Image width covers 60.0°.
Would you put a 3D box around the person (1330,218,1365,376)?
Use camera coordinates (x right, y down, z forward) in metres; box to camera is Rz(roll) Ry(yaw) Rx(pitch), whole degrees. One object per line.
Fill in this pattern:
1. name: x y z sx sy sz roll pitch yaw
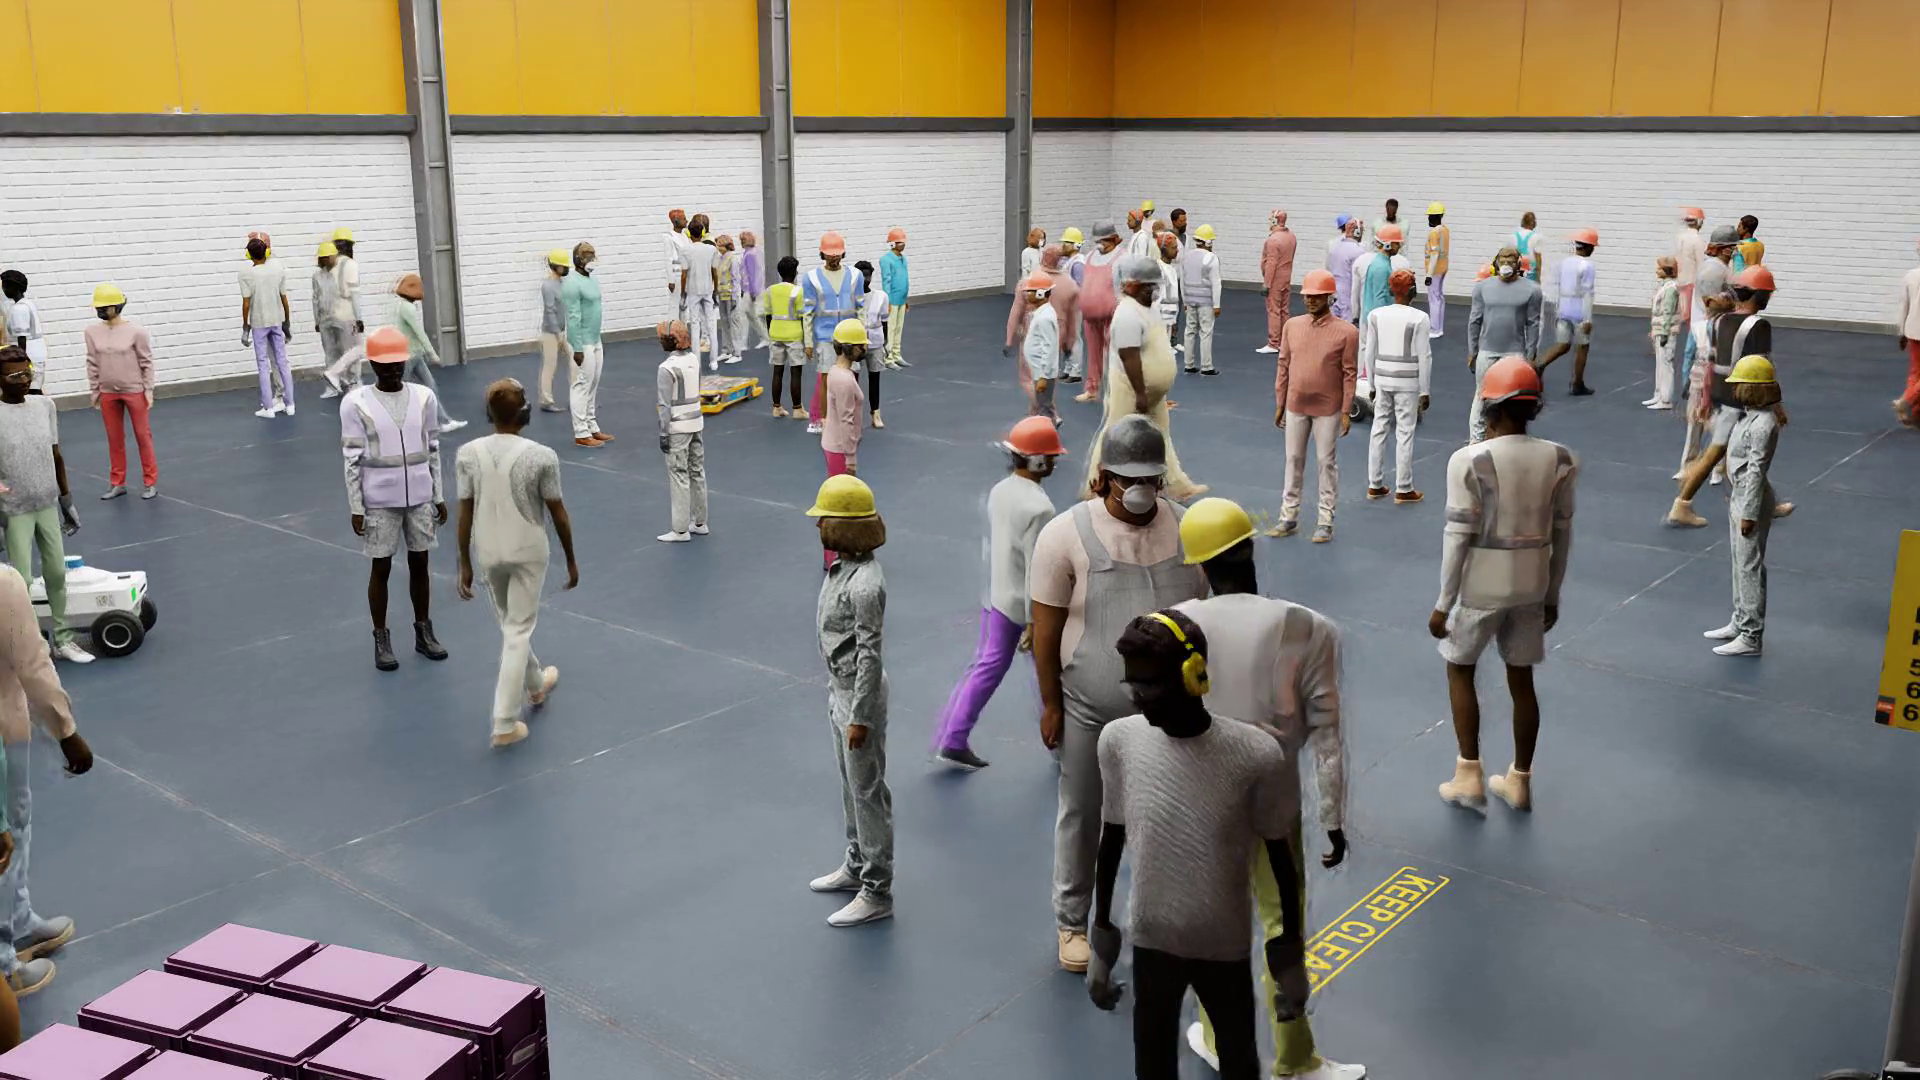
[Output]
1. person: 4.750 -2.959 20.298 0.396 1.900 0.647 -4 15 -17

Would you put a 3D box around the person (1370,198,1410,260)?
1. person: 6.616 -4.302 25.663 0.589 1.894 0.700 3 14 10

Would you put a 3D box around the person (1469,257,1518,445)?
1. person: 4.977 -1.718 15.387 0.537 1.869 0.314 -2 14 -8

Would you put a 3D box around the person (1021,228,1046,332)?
1. person: 1.031 -3.445 22.769 0.288 1.633 0.497 12 18 40

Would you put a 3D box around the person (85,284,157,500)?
1. person: -6.813 -1.198 13.525 0.526 1.765 0.329 0 14 0

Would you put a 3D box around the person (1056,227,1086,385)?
1. person: 1.298 -2.751 19.578 0.404 1.836 0.600 -2 14 -8

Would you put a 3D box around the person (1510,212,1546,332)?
1. person: 8.078 -3.749 23.655 0.531 1.791 0.970 12 18 40

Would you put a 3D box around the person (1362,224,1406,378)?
1. person: 4.462 -2.332 17.607 0.407 1.987 0.614 3 14 13

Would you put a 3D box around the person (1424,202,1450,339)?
1. person: 6.779 -3.850 23.788 0.385 1.925 0.591 9 17 31

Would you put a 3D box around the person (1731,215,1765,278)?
1. person: 9.720 -3.063 20.659 0.592 1.922 0.392 -12 19 -40

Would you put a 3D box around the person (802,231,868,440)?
1. person: -1.196 -1.947 15.990 0.617 2.028 0.409 -4 15 -17

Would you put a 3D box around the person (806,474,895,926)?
1. person: -0.423 0.606 6.357 0.295 1.744 0.488 -4 15 -15

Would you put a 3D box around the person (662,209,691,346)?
1. person: -3.838 -3.577 22.785 0.356 1.884 0.574 5 15 19

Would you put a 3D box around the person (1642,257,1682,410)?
1. person: 7.574 -2.222 17.893 0.318 1.630 0.512 3 14 13

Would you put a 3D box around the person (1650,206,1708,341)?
1. person: 9.707 -3.452 22.154 0.879 1.948 0.625 0 14 1

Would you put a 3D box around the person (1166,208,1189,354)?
1. person: 2.871 -3.471 22.289 0.391 1.920 0.587 11 18 37

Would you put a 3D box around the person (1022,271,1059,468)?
1. person: 0.710 -1.511 14.795 0.341 1.750 0.565 0 14 1

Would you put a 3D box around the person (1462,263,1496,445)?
1. person: 4.922 -1.707 15.575 0.341 1.750 0.565 3 14 11

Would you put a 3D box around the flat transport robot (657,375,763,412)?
1. flat transport robot: -2.718 -1.612 18.200 0.652 0.197 1.431 4 14 14

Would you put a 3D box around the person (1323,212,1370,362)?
1. person: 4.962 -3.240 21.379 0.636 1.918 0.455 9 16 31

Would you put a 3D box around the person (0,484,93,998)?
1. person: -3.309 0.628 5.799 0.644 1.967 0.688 6 15 24

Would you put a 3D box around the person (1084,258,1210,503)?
1. person: 1.471 -1.280 13.289 1.029 2.000 0.699 6 15 23

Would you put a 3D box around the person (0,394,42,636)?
1. person: -5.517 -0.231 9.322 0.626 1.938 0.550 4 15 17

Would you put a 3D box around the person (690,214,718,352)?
1. person: -3.470 -3.465 22.425 0.429 1.842 0.633 -5 15 -20

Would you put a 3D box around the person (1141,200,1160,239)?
1. person: 3.182 -4.869 28.209 0.526 1.760 0.346 10 17 34

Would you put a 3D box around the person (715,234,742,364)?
1. person: -2.982 -3.089 21.337 0.309 1.638 0.513 -10 17 -34

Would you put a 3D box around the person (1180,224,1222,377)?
1. person: 2.935 -2.891 20.149 0.404 1.832 0.593 -12 19 -40

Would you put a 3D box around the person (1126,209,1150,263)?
1. person: 2.445 -3.613 22.954 0.354 1.879 0.582 -1 14 -3

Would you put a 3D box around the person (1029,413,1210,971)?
1. person: 0.615 0.552 5.970 0.688 2.000 0.539 -4 15 -16

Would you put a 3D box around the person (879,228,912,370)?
1. person: -0.789 -3.017 20.810 0.327 1.753 0.561 6 15 24

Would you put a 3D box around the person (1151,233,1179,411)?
1. person: 2.176 -2.331 17.810 0.362 1.883 0.575 6 15 23

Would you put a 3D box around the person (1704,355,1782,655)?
1. person: 4.524 -0.201 9.608 0.342 1.735 0.484 4 15 16

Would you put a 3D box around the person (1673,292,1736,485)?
1. person: 6.401 -1.291 14.146 0.516 1.638 0.317 13 19 42

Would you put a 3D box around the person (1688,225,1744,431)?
1. person: 7.617 -2.134 16.700 0.536 2.000 0.677 5 15 19
